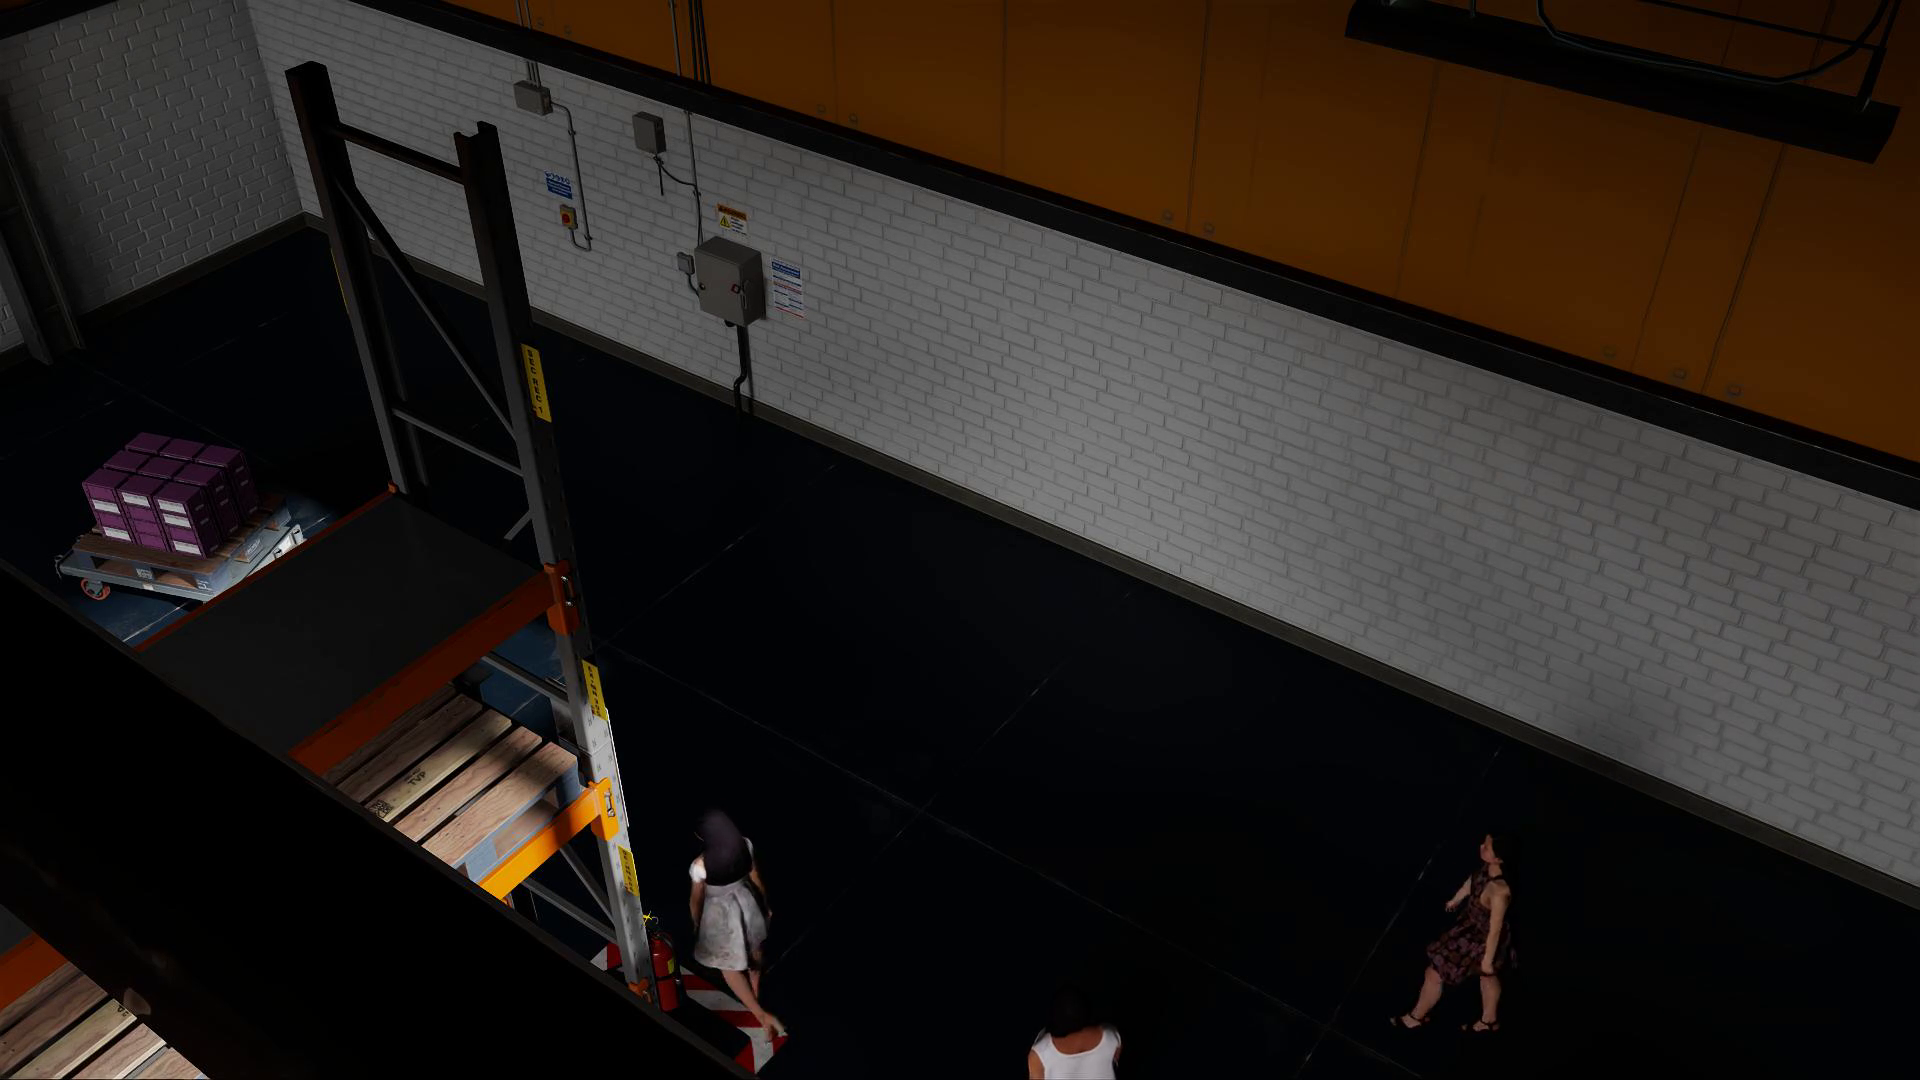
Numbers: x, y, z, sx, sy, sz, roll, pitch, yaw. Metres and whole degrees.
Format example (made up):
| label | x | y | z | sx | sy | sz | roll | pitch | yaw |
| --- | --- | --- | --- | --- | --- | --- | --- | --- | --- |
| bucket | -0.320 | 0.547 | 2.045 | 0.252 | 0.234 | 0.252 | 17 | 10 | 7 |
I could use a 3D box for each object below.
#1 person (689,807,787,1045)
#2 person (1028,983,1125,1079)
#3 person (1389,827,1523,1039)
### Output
| label | x | y | z | sx | sy | sz | roll | pitch | yaw |
| --- | --- | --- | --- | --- | --- | --- | --- | --- | --- |
| person | -1.276 | 2.201 | 9.386 | 0.961 | 1.760 | 0.888 | -22 | 43 | -25 |
| person | 0.564 | 2.861 | 8.618 | 0.752 | 1.687 | 0.822 | -9 | 39 | -11 |
| person | 3.014 | 2.245 | 9.339 | 0.859 | 1.751 | 0.890 | 12 | 40 | 15 |
